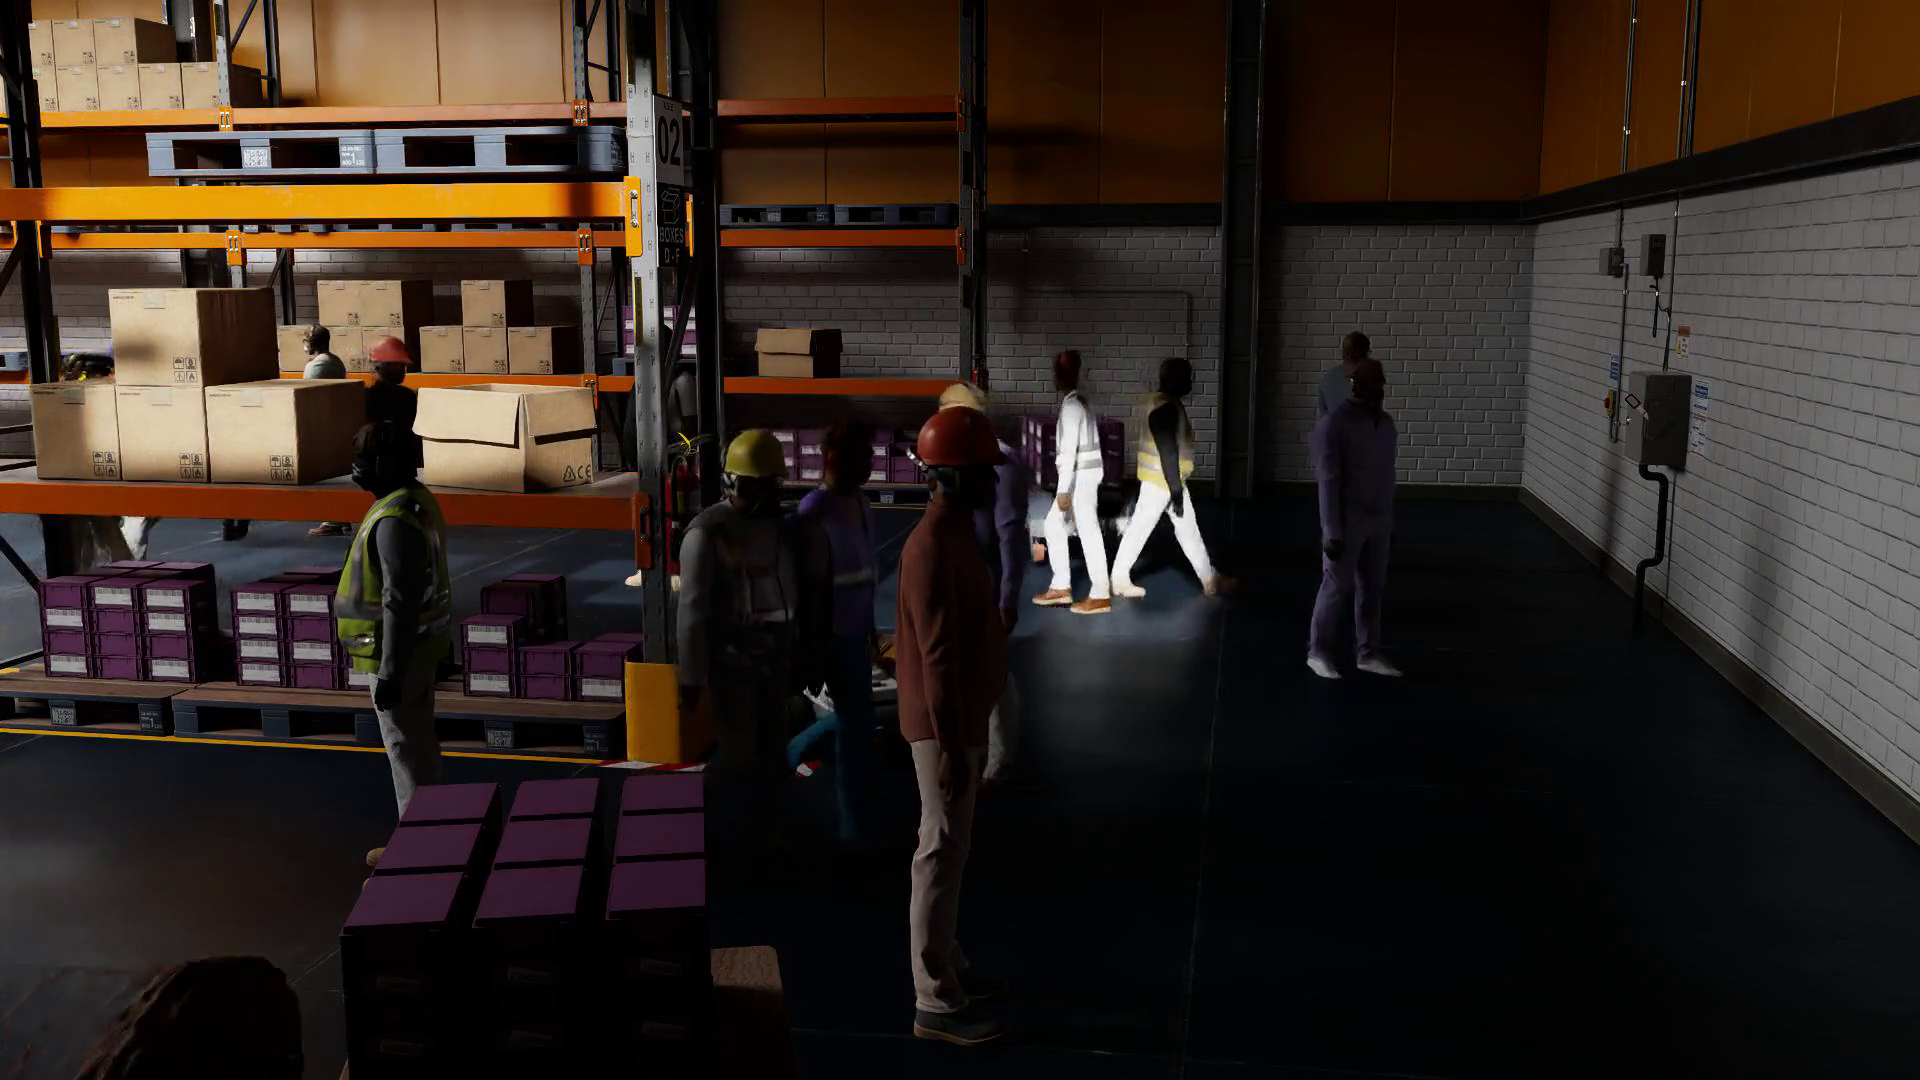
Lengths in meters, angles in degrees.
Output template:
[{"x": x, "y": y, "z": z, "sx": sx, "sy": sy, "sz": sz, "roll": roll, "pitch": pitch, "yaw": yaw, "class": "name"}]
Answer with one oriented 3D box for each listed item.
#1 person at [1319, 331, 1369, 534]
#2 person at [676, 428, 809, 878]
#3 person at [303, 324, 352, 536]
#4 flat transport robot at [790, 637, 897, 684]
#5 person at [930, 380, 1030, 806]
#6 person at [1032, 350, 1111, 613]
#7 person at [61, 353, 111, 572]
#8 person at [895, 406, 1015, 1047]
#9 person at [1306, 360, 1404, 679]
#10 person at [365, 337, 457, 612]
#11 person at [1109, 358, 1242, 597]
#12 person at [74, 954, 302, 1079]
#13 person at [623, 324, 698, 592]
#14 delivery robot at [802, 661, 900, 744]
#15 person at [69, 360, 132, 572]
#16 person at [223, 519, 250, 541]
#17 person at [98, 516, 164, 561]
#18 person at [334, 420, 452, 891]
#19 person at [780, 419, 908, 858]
[{"x": 3.138, "y": -0.702, "z": 13.361, "sx": 0.372, "sy": 1.939, "sz": 0.631, "roll": -5, "pitch": 11, "yaw": -30, "class": "person"}, {"x": -0.858, "y": 0.454, "z": 6.581, "sx": 0.511, "sy": 1.811, "sz": 0.633, "roll": 6, "pitch": 11, "yaw": 34, "class": "person"}, {"x": -5.804, "y": -1.002, "z": 15.221, "sx": 0.356, "sy": 1.936, "sz": 0.638, "roll": 0, "pitch": 9, "yaw": 0, "class": "person"}, {"x": -0.865, "y": 0.701, "z": 9.812, "sx": 1.431, "sy": 0.197, "sz": 0.652, "roll": 2, "pitch": 9, "yaw": 12, "class": "flat transport robot"}, {"x": 0.064, "y": 0.238, "z": 7.601, "sx": 0.391, "sy": 1.930, "sz": 0.633, "roll": -7, "pitch": 12, "yaw": -38, "class": "person"}, {"x": 0.768, "y": -0.409, "z": 11.780, "sx": 0.710, "sy": 1.853, "sz": 0.738, "roll": 1, "pitch": 9, "yaw": 8, "class": "person"}, {"x": -6.202, "y": -0.378, "z": 11.648, "sx": 0.874, "sy": 1.836, "sz": 0.540, "roll": 1, "pitch": 9, "yaw": 9, "class": "person"}, {"x": -0.018, "y": 0.574, "z": 5.262, "sx": 0.376, "sy": 1.995, "sz": 0.612, "roll": 0, "pitch": 9, "yaw": 3, "class": "person"}, {"x": 2.363, "y": -0.108, "z": 9.892, "sx": 0.668, "sy": 1.920, "sz": 0.573, "roll": -7, "pitch": 11, "yaw": -36, "class": "person"}, {"x": -3.968, "y": -0.445, "z": 11.734, "sx": 0.887, "sy": 1.962, "sz": 0.621, "roll": 2, "pitch": 9, "yaw": 15, "class": "person"}, {"x": 1.556, "y": -0.448, "z": 12.261, "sx": 1.000, "sy": 1.781, "sz": 0.627, "roll": 2, "pitch": 9, "yaw": 12, "class": "person"}, {"x": -0.879, "y": 1.292, "z": 1.981, "sx": 0.555, "sy": 1.604, "sz": 0.542, "roll": -4, "pitch": 10, "yaw": -24, "class": "person"}, {"x": -2.287, "y": -0.630, "z": 12.593, "sx": 0.679, "sy": 2.000, "sz": 0.537, "roll": 7, "pitch": 12, "yaw": 37, "class": "person"}, {"x": -0.525, "y": 0.761, "z": 8.268, "sx": 0.477, "sy": 0.478, "sz": 0.707, "roll": -4, "pitch": 10, "yaw": -24, "class": "delivery robot"}, {"x": -5.604, "y": -0.217, "z": 10.633, "sx": 0.462, "sy": 1.842, "sz": 0.680, "roll": 2, "pitch": 9, "yaw": 12, "class": "person"}, {"x": -6.470, "y": -0.922, "z": 14.834, "sx": 0.617, "sy": 1.904, "sz": 0.639, "roll": -3, "pitch": 10, "yaw": -19, "class": "person"}, {"x": -6.339, "y": -0.604, "z": 12.777, "sx": 0.516, "sy": 1.926, "sz": 0.639, "roll": -1, "pitch": 9, "yaw": -8, "class": "person"}, {"x": -2.201, "y": 0.453, "z": 6.493, "sx": 0.429, "sy": 1.844, "sz": 0.627, "roll": -2, "pitch": 9, "yaw": -15, "class": "person"}, {"x": -0.547, "y": 0.397, "z": 6.893, "sx": 0.663, "sy": 1.824, "sz": 0.579, "roll": 2, "pitch": 9, "yaw": 14, "class": "person"}]
